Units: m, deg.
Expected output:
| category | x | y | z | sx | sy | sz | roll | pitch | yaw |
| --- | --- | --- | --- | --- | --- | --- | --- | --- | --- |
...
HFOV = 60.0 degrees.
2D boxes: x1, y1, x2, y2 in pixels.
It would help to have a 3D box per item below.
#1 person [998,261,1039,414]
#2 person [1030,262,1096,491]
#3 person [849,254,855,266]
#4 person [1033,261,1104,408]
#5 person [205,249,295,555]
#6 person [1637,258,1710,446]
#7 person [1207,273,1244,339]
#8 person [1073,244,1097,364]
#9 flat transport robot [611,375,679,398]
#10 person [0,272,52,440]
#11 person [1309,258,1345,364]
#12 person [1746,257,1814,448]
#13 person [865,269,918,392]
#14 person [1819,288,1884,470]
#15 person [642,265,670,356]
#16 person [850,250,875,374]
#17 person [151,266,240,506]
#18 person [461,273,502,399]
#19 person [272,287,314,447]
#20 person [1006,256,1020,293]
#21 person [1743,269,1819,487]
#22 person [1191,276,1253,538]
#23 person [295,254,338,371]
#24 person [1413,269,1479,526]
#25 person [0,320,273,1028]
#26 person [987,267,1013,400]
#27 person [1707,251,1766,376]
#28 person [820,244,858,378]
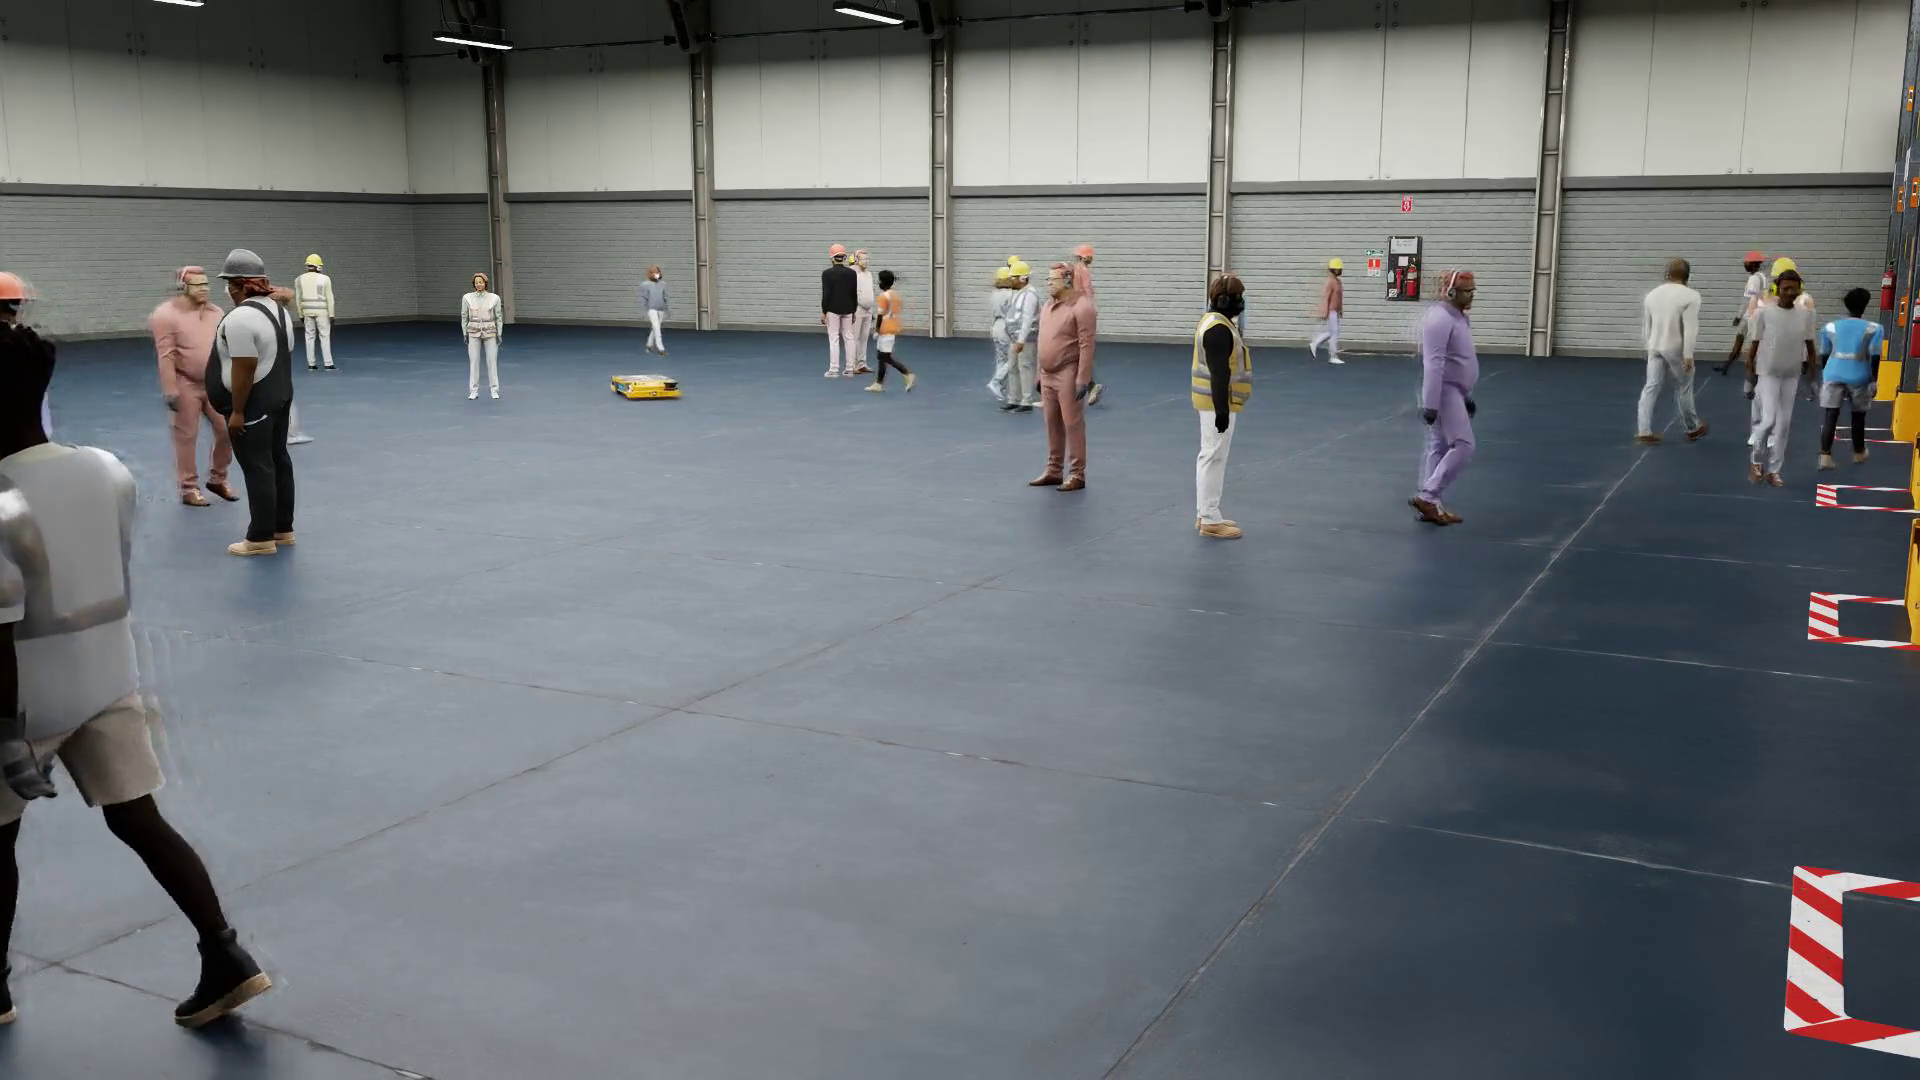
| category | x | y | z | sx | sy | sz | roll | pitch | yaw |
| --- | --- | --- | --- | --- | --- | --- | --- | --- | --- |
| person | 0.738 | -2.422 | 19.918 | 0.408 | 1.828 | 0.609 | -3 | 11 | -18 |
| person | 0.843 | -1.369 | 13.967 | 0.403 | 1.905 | 0.651 | -7 | 12 | -33 |
| person | -2.120 | -4.914 | 33.755 | 0.527 | 1.743 | 0.719 | -2 | 11 | -8 |
| person | 1.333 | -2.517 | 20.480 | 0.827 | 1.819 | 0.516 | 2 | 11 | 10 |
| person | -4.780 | -0.925 | 11.179 | 0.538 | 2.000 | 0.681 | 0 | 10 | 1 |
| person | 7.301 | -1.914 | 16.978 | 1.000 | 1.885 | 0.658 | -6 | 12 | -31 |
| person | 3.779 | -2.992 | 23.665 | 0.522 | 1.604 | 0.849 | 4 | 11 | 20 |
| person | 2.078 | -3.829 | 27.197 | 0.608 | 1.974 | 0.623 | 0 | 10 | -2 |
| flat transport robot | -4.224 | -2.067 | 22.233 | 0.652 | 0.197 | 1.431 | -4 | 11 | -21 |
| person | -5.511 | -0.616 | 9.812 | 0.550 | 1.925 | 0.568 | -2 | 11 | -9 |
| person | 6.157 | -3.824 | 27.767 | 0.625 | 1.753 | 0.520 | 7 | 12 | 32 |
| person | 8.191 | -1.861 | 16.658 | 0.586 | 1.910 | 0.502 | 5 | 11 | 23 |
| person | -0.930 | -2.807 | 22.422 | 0.734 | 1.675 | 0.533 | 2 | 11 | 12 |
| person | 8.139 | -1.470 | 15.213 | 0.540 | 1.645 | 0.883 | 9 | 14 | 40 |
| person | -5.451 | -4.103 | 29.710 | 0.508 | 1.599 | 0.803 | -9 | 14 | -42 |
| person | -1.532 | -3.523 | 25.716 | 0.402 | 1.904 | 0.652 | 7 | 12 | 33 |
| person | -5.996 | -1.197 | 13.086 | 0.469 | 1.892 | 0.663 | 7 | 12 | 32 |
| person | -6.226 | -2.652 | 21.686 | 0.513 | 1.641 | 0.309 | -2 | 11 | -11 |
| person | -6.797 | -1.724 | 16.729 | 0.632 | 1.603 | 0.535 | -7 | 12 | -33 |
| person | 0.949 | -4.173 | 29.639 | 0.312 | 1.768 | 0.530 | 2 | 11 | 10 |
| person | 6.970 | -1.360 | 14.097 | 0.524 | 1.851 | 0.434 | 1 | 10 | 7 |
| person | 1.861 | -0.947 | 11.838 | 0.429 | 1.842 | 0.629 | 1 | 10 | 5 |
| person | -10.108 | -3.564 | 26.134 | 0.591 | 1.833 | 0.404 | 1 | 10 | 6 |
| person | 3.607 | -1.037 | 12.207 | 0.442 | 1.886 | 0.652 | 4 | 11 | 21 |
| person | -2.343 | 0.383 | 4.382 | 0.991 | 1.926 | 0.607 | 3 | 11 | 17 |
| person | 0.560 | -2.643 | 21.392 | 0.414 | 1.725 | 0.498 | -6 | 12 | -31 |
| person | 11.813 | -3.384 | 24.990 | 0.971 | 1.883 | 0.567 | 6 | 12 | 30 |
| person | -1.827 | -3.441 | 25.019 | 0.626 | 1.992 | 0.387 | -8 | 13 | -35 |
